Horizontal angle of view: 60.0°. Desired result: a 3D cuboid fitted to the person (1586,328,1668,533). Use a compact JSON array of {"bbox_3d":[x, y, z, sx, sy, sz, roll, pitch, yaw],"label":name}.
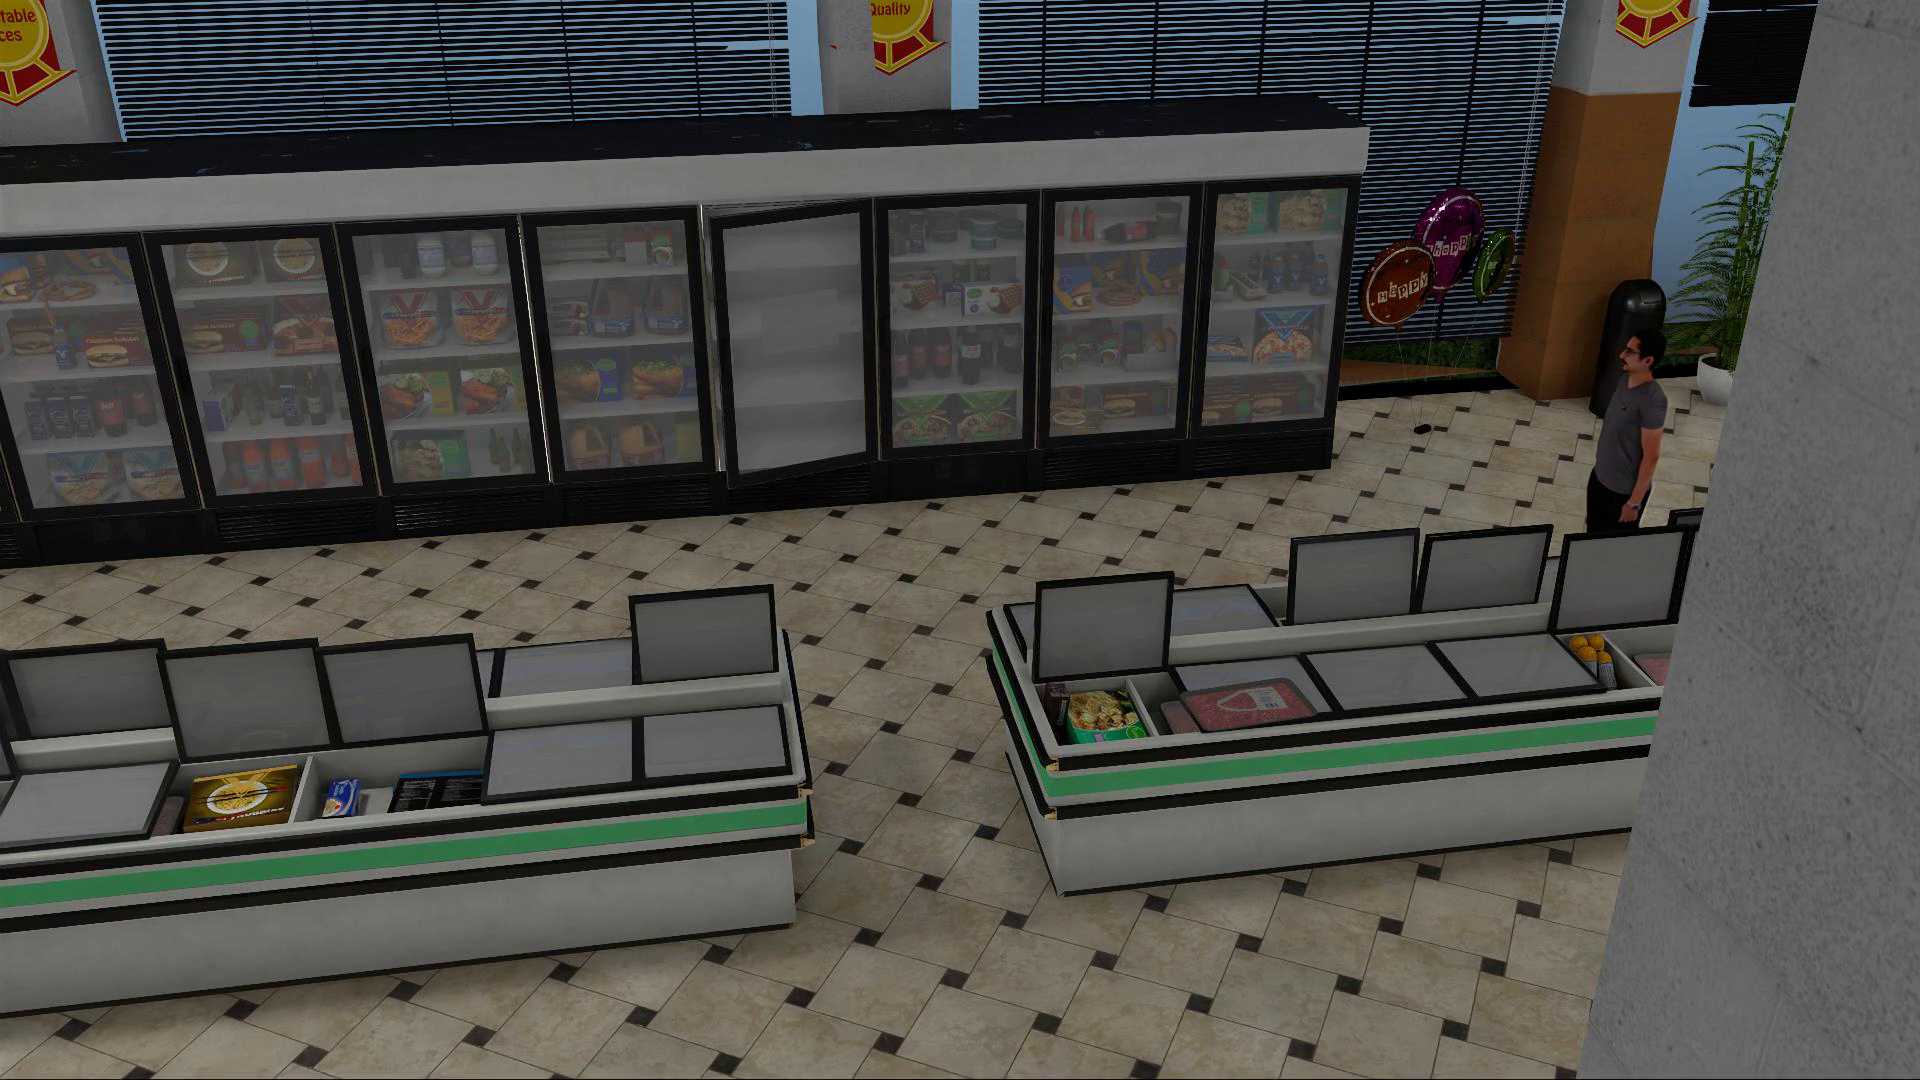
[{"bbox_3d":[3.548,-0.304,8.921,0.563,1.754,0.645,-1,27,-3],"label":"person"}]
